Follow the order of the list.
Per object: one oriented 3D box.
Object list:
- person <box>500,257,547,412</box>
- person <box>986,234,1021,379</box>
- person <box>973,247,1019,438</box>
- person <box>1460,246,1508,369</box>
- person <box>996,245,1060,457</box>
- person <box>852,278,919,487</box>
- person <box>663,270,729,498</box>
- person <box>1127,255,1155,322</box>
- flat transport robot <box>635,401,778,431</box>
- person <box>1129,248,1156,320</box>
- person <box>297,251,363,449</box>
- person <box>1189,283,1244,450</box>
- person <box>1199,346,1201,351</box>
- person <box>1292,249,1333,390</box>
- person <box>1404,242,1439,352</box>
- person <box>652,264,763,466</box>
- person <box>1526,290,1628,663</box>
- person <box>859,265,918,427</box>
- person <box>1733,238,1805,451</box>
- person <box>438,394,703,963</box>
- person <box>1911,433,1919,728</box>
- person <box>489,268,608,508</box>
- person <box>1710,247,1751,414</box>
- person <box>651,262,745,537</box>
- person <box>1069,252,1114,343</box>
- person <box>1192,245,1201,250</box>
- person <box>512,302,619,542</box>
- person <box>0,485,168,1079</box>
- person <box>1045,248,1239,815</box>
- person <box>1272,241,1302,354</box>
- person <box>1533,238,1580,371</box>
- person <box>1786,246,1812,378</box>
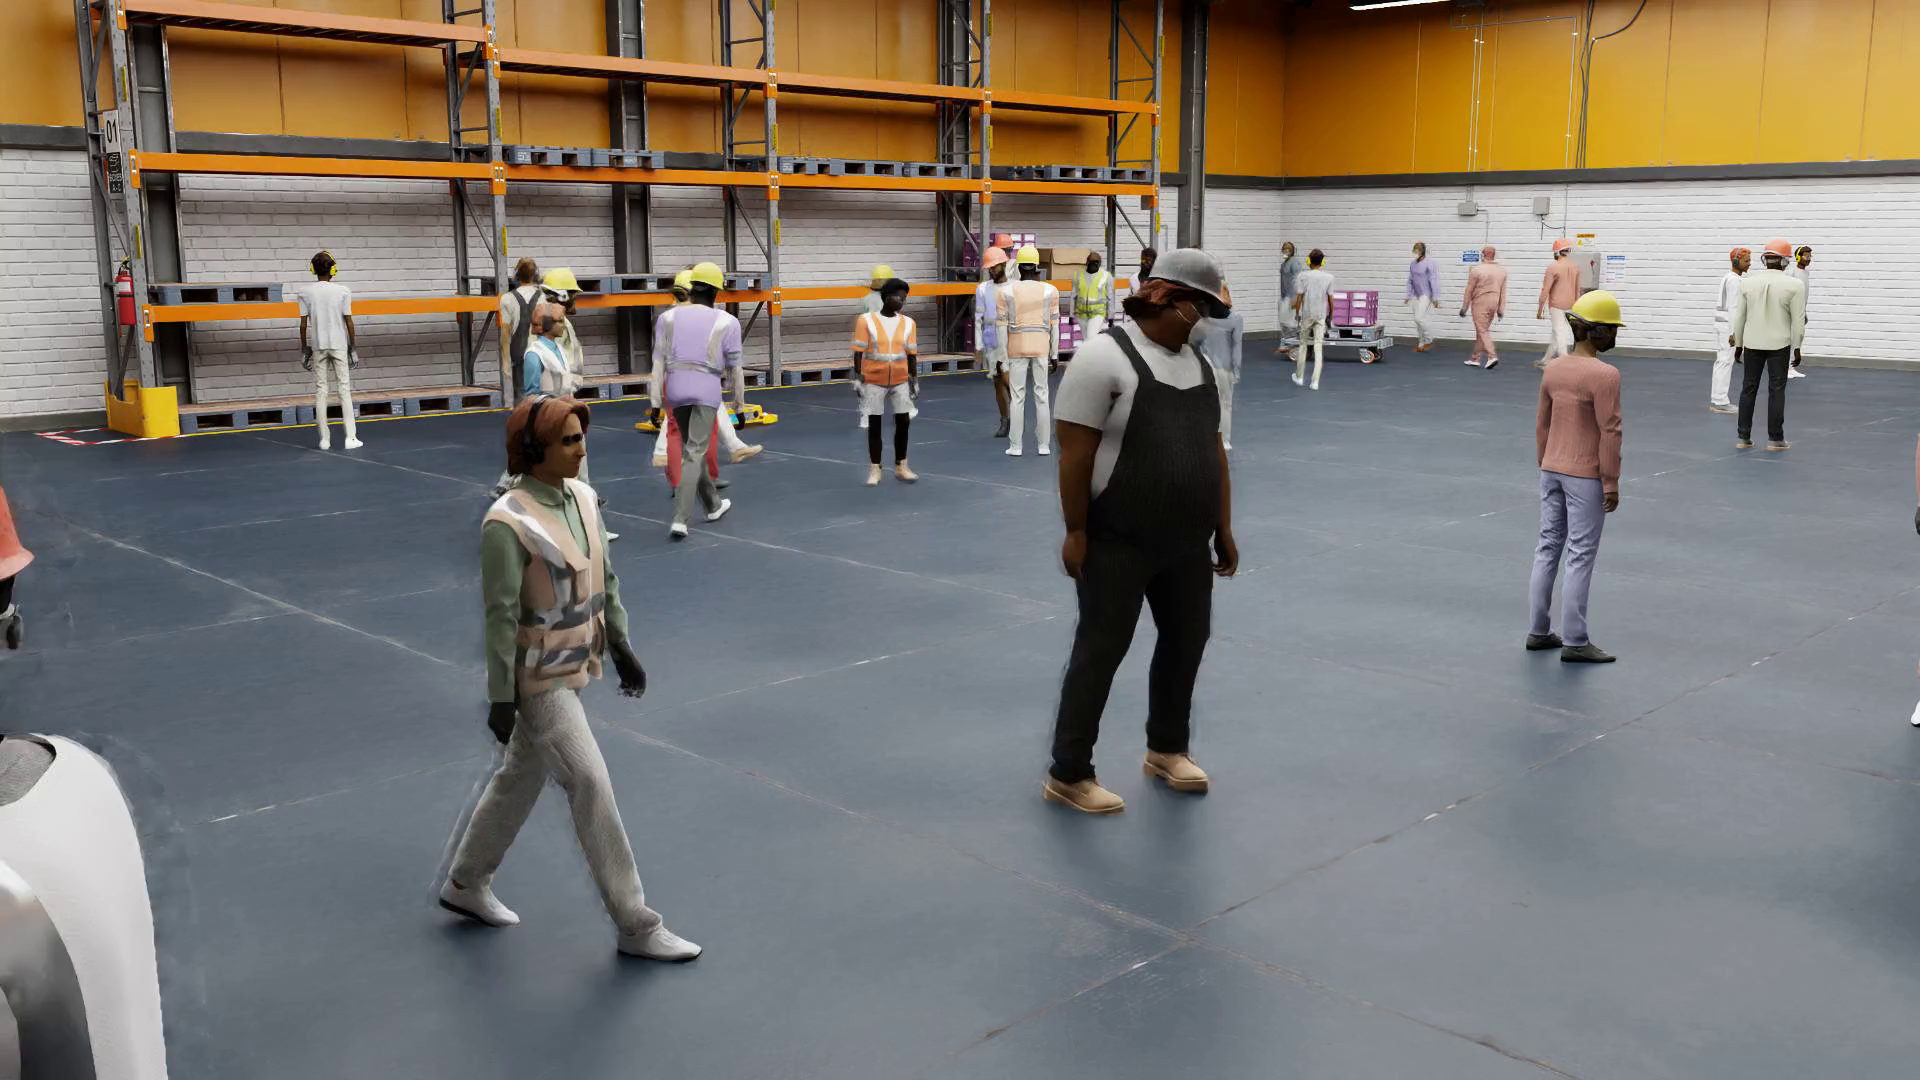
[{"bbox_3d":[-3.947,-1.665,15.255,0.530,1.848,0.597,-2,11,-13],"label":"person"},{"bbox_3d":[0.629,-3.249,23.272,0.394,2.037,0.605,-9,14,-41],"label":"person"},{"bbox_3d":[0.414,-1.961,16.617,0.553,1.905,0.459,4,11,23],"label":"person"},{"bbox_3d":[8.039,-3.563,25.440,0.635,1.870,0.960,-4,11,-22],"label":"person"},{"bbox_3d":[0.615,-1.720,15.230,0.586,1.928,0.369,-1,10,-7],"label":"person"},{"bbox_3d":[-0.598,-1.274,13.488,0.583,1.682,0.347,-4,11,-19],"label":"person"},{"bbox_3d":[-2.081,-1.222,12.998,0.546,1.740,0.719,4,11,20],"label":"person"},{"bbox_3d":[2.554,-3.097,23.047,0.633,1.806,0.669,5,12,26],"label":"person"},{"bbox_3d":[-2.645,-1.294,17.428,0.652,0.197,1.431,8,13,37],"label":"flat transport robot"},{"bbox_3d":[2.346,-2.682,20.670,0.628,1.862,1.021,7,13,35],"label":"person"},{"bbox_3d":[-5.982,-1.791,15.773,0.520,1.874,0.332,-2,11,-9],"label":"person"},{"bbox_3d":[2.351,-1.583,15.405,0.513,1.591,0.853,4,11,19],"label":"person"},{"bbox_3d":[2.513,-1.949,17.398,0.516,1.583,0.852,8,13,39],"label":"person"},{"bbox_3d":[4.682,-2.931,22.104,0.561,1.817,0.933,0,10,0],"label":"person"},{"bbox_3d":[7.965,-4.174,28.674,0.456,1.912,0.634,-3,11,-18],"label":"person"},{"bbox_3d":[-2.264,-1.519,14.546,0.991,1.776,0.649,-2,11,-9],"label":"person"},{"bbox_3d":[2.970,-0.303,7.952,0.329,1.765,0.533,-3,11,-18],"label":"person"},{"bbox_3d":[-0.793,-2.068,17.742,0.492,1.699,0.890,7,12,33],"label":"person"},{"bbox_3d":[7.648,-1.844,15.726,0.626,1.991,0.389,10,14,43],"label":"person"},{"bbox_3d":[-1.162,0.380,4.701,0.855,1.598,0.525,2,11,11],"label":"person"},{"bbox_3d":[4.225,-0.153,6.734,0.642,1.913,0.408,5,12,26],"label":"person"},{"bbox_3d":[-3.045,-1.086,12.155,0.825,1.799,0.594,-6,12,-30],"label":"person"},{"bbox_3d":[8.822,-2.394,19.033,0.358,1.881,0.574,3,11,18],"label":"person"},{"bbox_3d":[-1.793,-0.963,11.372,0.594,1.838,1.073,2,11,12],"label":"person"},{"bbox_3d":[1.926,-3.276,24.121,0.641,1.795,0.889,5,11,23],"label":"person"},{"bbox_3d":[4.192,-4.332,29.709,0.621,1.845,0.429,2,11,9],"label":"person"},{"bbox_3d":[-2.721,-0.772,10.991,0.881,1.590,0.518,1,10,4],"label":"person"},{"bbox_3d":[-0.857,0.808,1.534,0.883,1.905,0.556,-3,11,-16],"label":"person"},{"bbox_3d":[0.680,-0.072,5.938,0.736,2.000,0.536,-7,13,-34],"label":"person"},{"bbox_3d":[5.556,-4.076,28.110,0.482,1.915,0.669,-2,11,-9],"label":"person"},{"bbox_3d":[8.731,-3.445,24.530,0.647,1.960,0.905,-5,12,-27],"label":"person"},{"bbox_3d":[11.914,-3.241,23.686,0.534,1.868,0.309,-8,13,-36],"label":"person"}]
